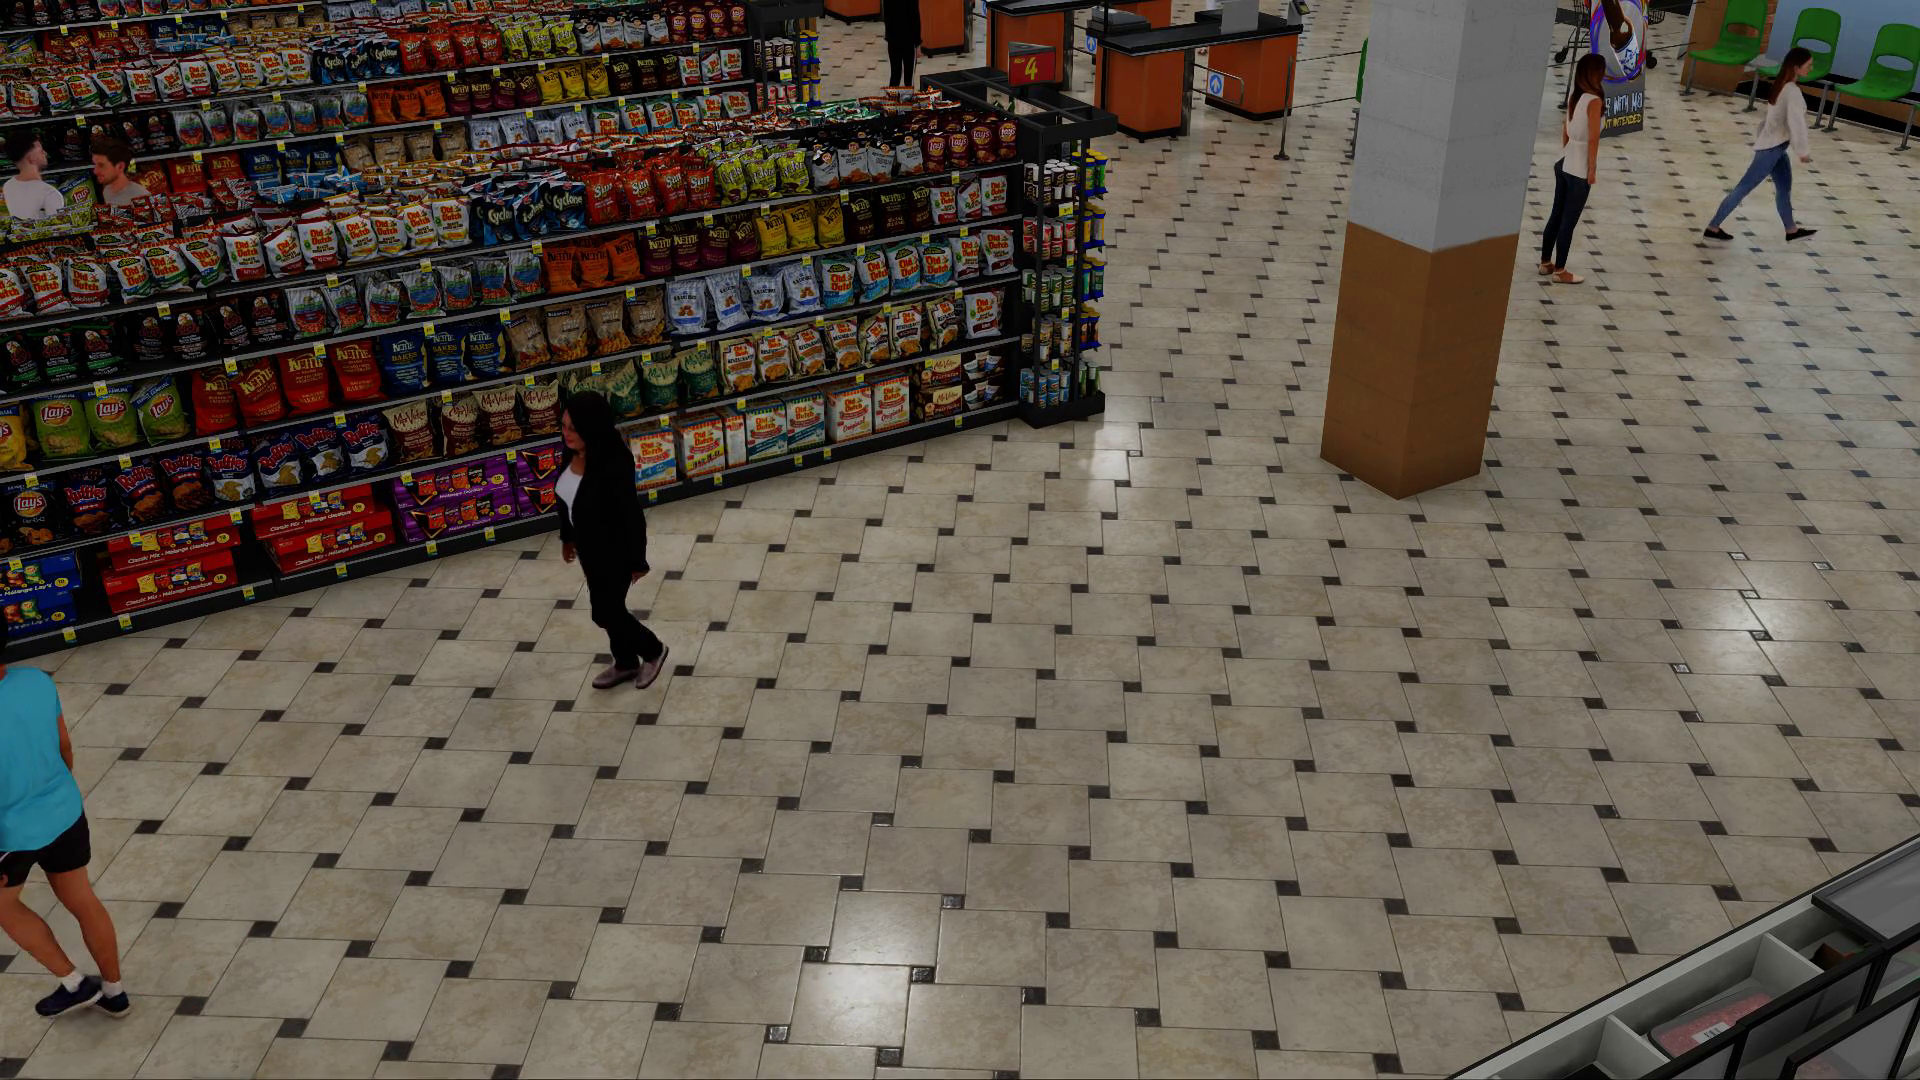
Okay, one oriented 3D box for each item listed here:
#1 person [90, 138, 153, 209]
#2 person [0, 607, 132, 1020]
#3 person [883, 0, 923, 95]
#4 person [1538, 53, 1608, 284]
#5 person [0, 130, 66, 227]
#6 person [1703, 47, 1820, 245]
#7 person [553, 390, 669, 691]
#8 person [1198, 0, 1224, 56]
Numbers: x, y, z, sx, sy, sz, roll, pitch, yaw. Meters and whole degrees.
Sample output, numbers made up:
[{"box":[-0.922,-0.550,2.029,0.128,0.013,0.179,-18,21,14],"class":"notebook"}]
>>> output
[{"box":[-5.155,-1.669,10.688,0.783,1.890,0.775,19,34,31],"class":"person"},{"box":[-3.205,1.028,5.882,0.815,1.762,0.740,10,30,18],"class":"person"},{"box":[-0.598,-5.114,17.190,0.684,1.704,0.673,18,33,29],"class":"person"},{"box":[4.830,-2.922,13.092,0.637,1.785,0.656,-5,29,-8],"class":"person"},{"box":[-5.949,-1.792,10.965,0.753,1.840,0.761,13,31,23],"class":"person"},{"box":[6.606,-3.189,13.737,1.149,1.635,1.107,7,29,12],"class":"person"},{"box":[-1.617,-0.008,7.941,0.731,1.606,0.718,-24,37,-36],"class":"person"},{"box":[3.177,-6.792,20.245,0.657,1.723,0.728,6,29,11],"class":"person"}]
